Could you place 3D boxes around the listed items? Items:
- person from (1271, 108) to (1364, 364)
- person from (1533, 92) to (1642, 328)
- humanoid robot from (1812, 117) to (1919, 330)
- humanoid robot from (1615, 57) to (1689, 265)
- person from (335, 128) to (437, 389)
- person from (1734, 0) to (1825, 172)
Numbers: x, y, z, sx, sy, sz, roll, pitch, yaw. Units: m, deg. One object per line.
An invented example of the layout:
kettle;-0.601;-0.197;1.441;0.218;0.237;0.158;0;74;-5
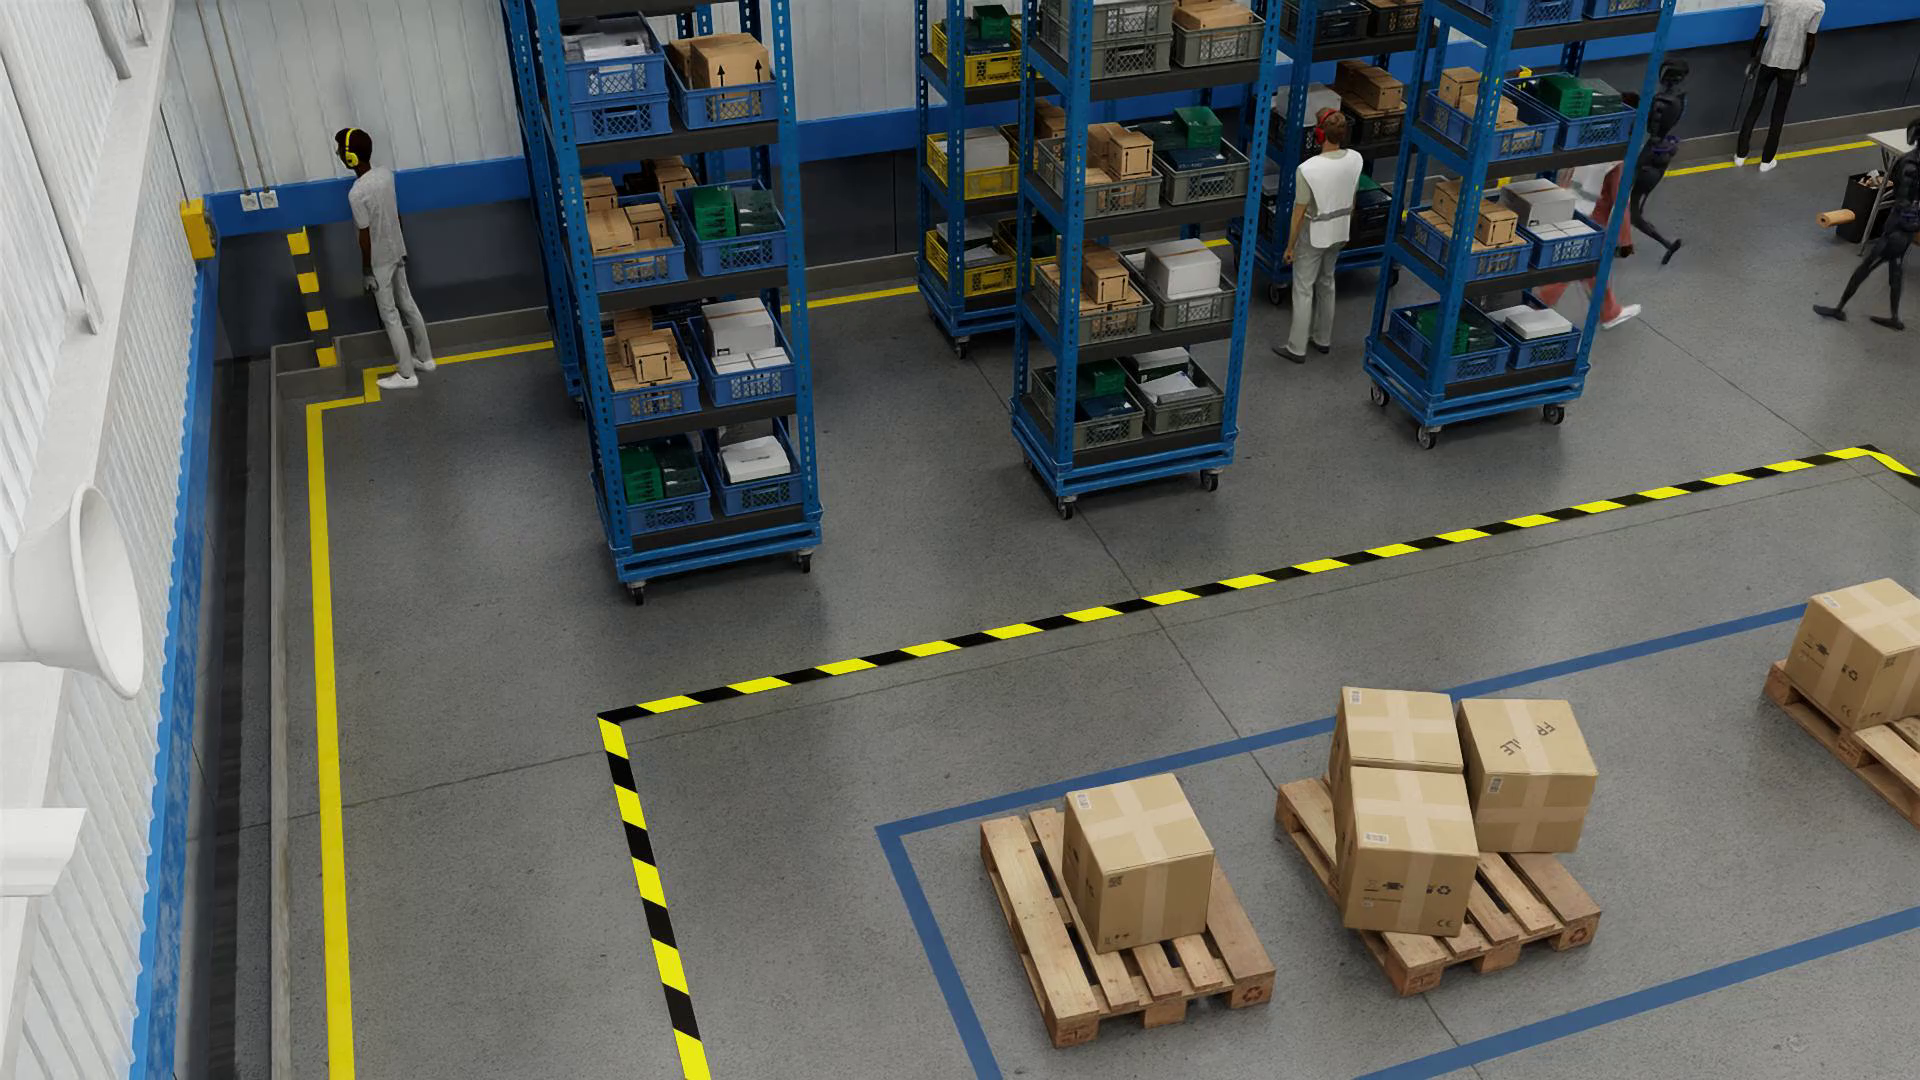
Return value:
person;2.538;-2.111;11.694;0.565;1.833;0.392;-20;40;-26
person;4.634;-2.284;11.897;0.975;1.867;0.623;-2;35;-3
humanoid robot;6.791;-2.315;12.129;0.667;1.627;0.604;22;41;28
humanoid robot;5.514;-2.978;13.069;0.638;1.628;0.600;21;40;27
person;-3.949;-1.930;11.412;0.307;1.861;0.506;7;36;10
person;7.180;-4.156;14.575;0.510;1.858;0.332;23;41;29
